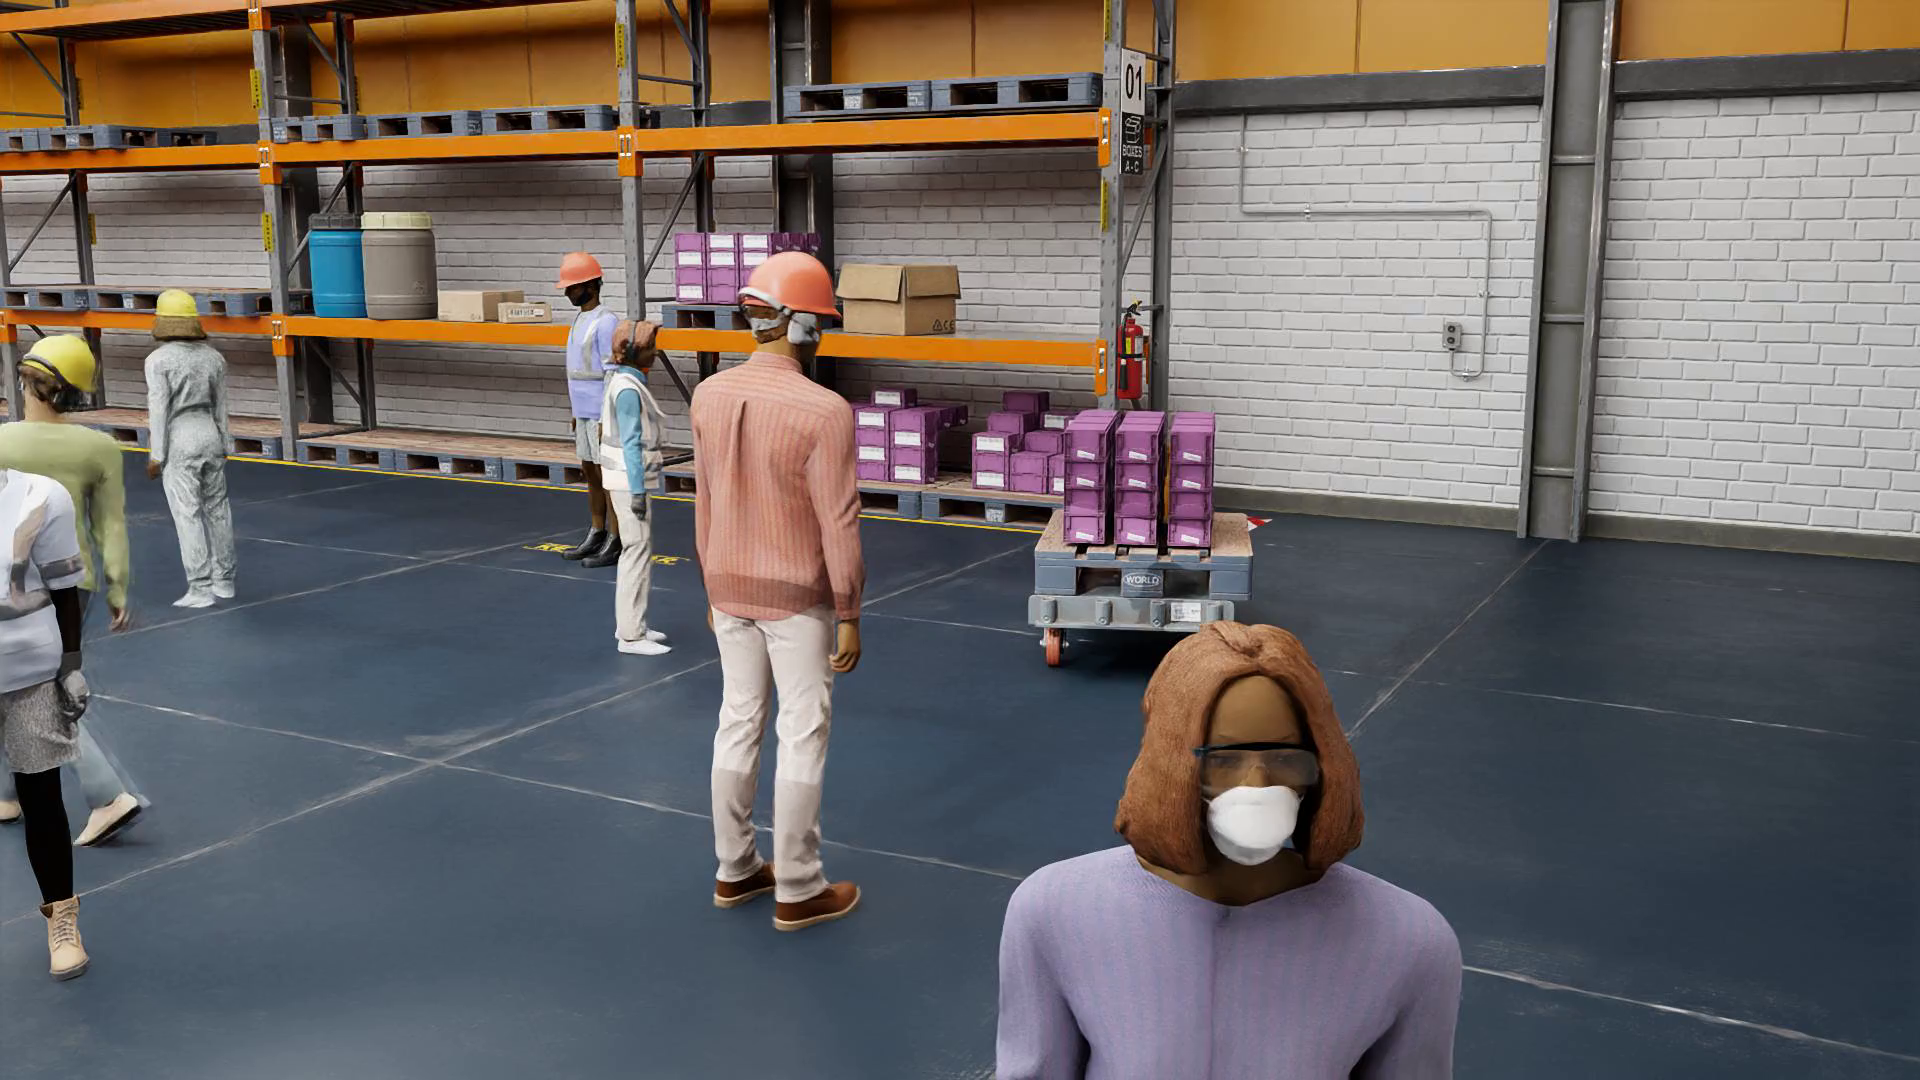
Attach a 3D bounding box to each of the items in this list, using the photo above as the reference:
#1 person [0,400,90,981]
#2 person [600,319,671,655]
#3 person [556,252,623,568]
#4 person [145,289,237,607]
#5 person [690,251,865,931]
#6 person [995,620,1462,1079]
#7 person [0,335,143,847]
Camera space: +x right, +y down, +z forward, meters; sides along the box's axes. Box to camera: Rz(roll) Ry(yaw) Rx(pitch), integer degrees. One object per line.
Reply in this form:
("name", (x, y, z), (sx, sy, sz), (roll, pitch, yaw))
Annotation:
("person", (-2.623, 0.376, 4.458), (0.539, 1.696, 0.317), (-5, 11, -25))
("person", (-1.589, -0.254, 8.102), (0.315, 1.631, 0.532), (-2, 11, -12))
("person", (-2.273, -0.793, 10.233), (0.372, 1.928, 0.543), (-7, 12, -34))
("person", (-4.240, -0.501, 9.159), (0.344, 1.748, 0.491), (5, 11, 24))
("person", (-0.518, 0.157, 4.883), (0.626, 1.982, 0.403), (8, 13, 36))
("person", (0.274, 0.886, 1.826), (0.499, 1.636, 0.286), (1, 10, 7))
("person", (-3.072, 0.165, 5.614), (0.795, 1.693, 0.526), (6, 12, 28))
